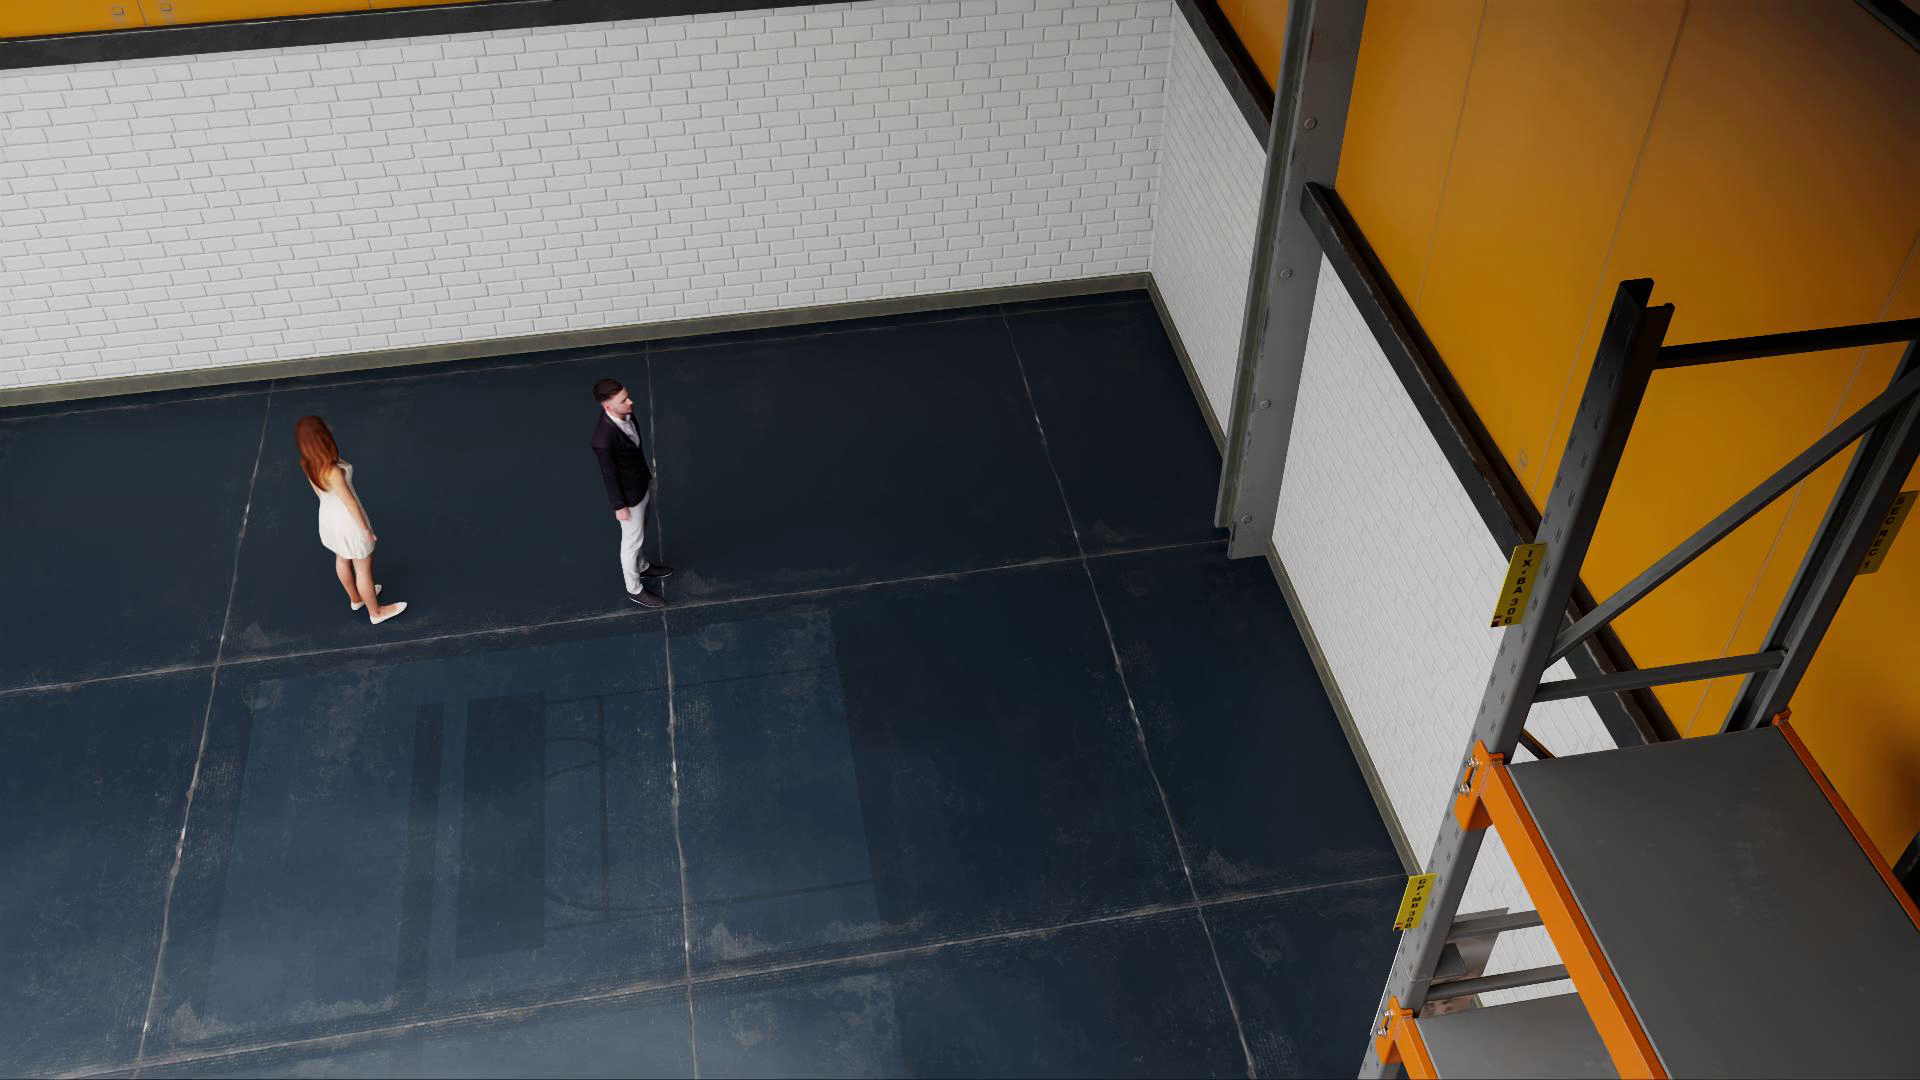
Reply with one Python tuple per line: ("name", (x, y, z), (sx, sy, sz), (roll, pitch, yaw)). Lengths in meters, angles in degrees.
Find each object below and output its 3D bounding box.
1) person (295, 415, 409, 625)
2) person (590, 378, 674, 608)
("person", (-4.094, -0.141, 11.019), (0.637, 1.712, 0.707), (30, 51, 27))
("person", (-2.232, -0.347, 11.140), (0.769, 1.844, 0.593), (4, 44, 4))
